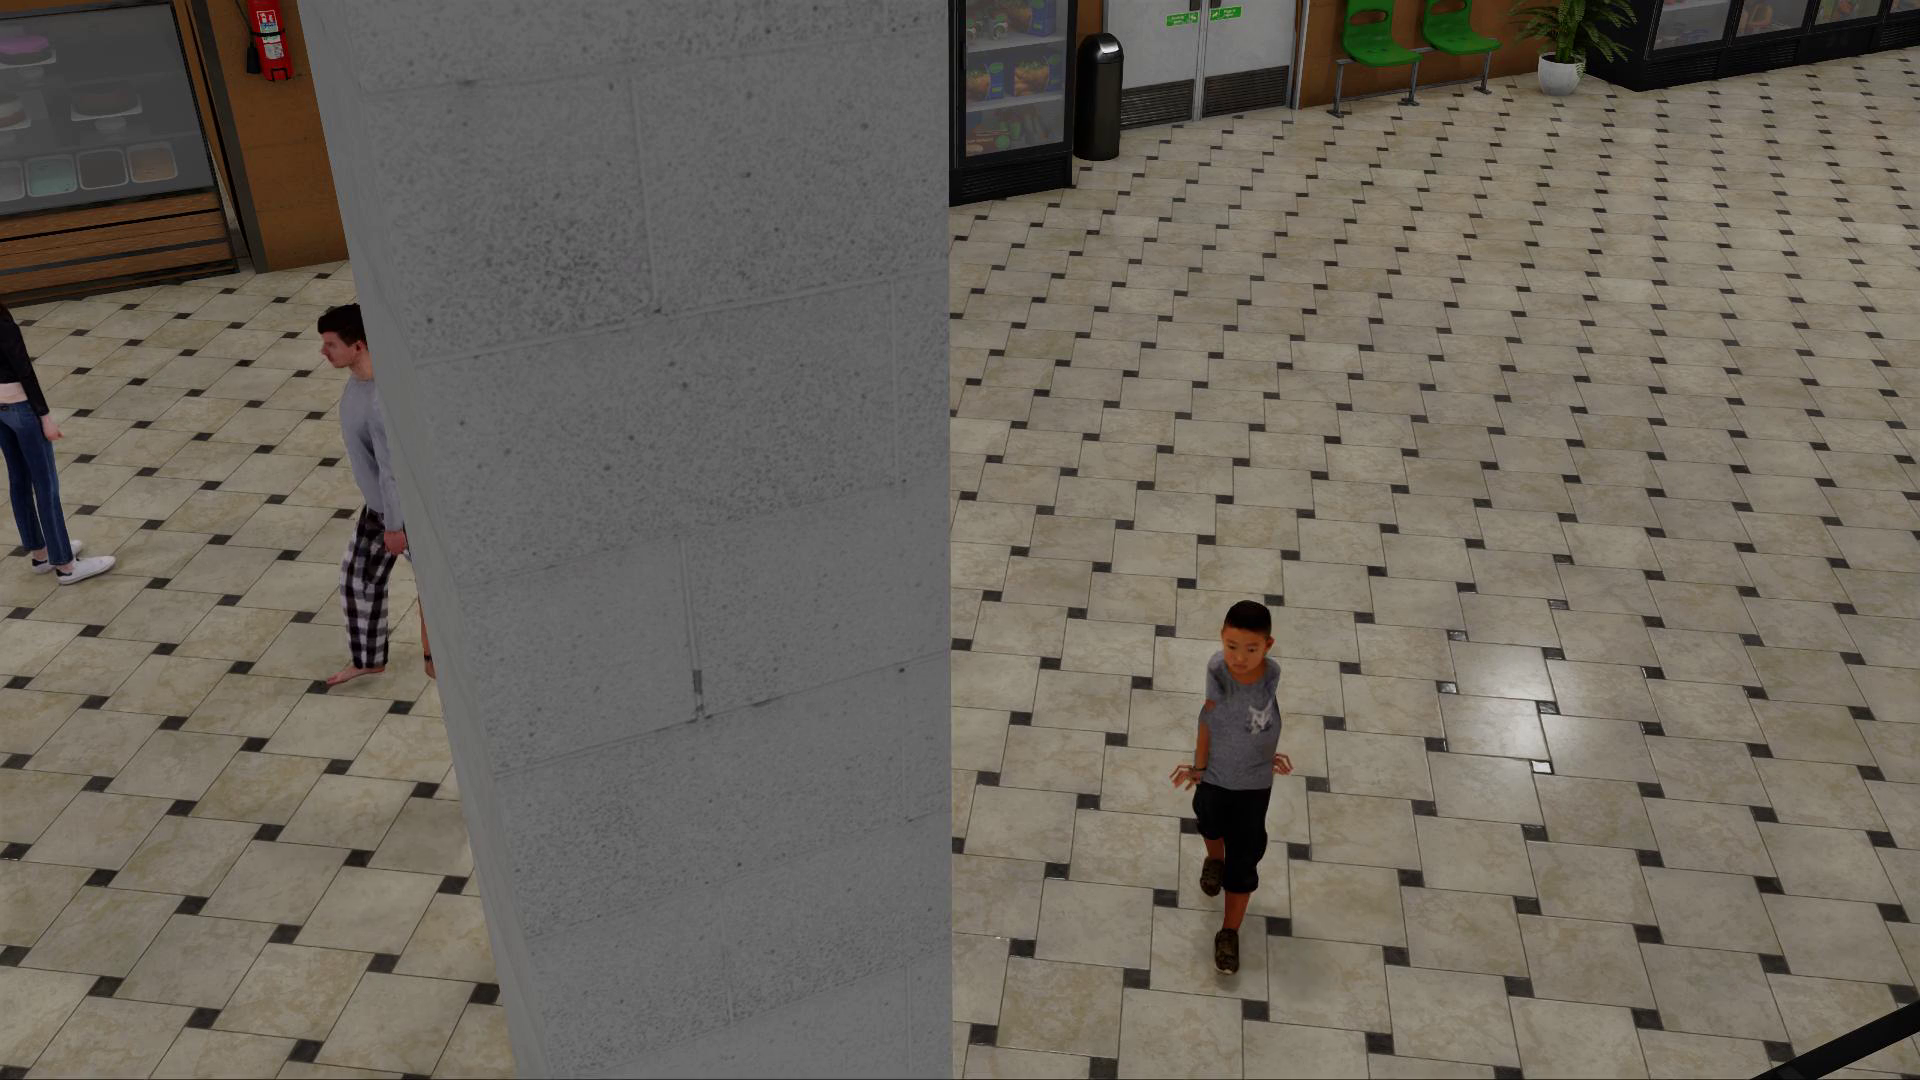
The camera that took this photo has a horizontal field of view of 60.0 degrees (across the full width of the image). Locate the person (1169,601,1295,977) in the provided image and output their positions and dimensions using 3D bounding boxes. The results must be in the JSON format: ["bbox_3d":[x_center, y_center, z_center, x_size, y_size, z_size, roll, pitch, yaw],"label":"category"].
[{"bbox_3d":[1.017,0.753,6.147,0.908,1.434,1.011,7,33,11],"label":"person"}]

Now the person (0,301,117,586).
[{"bbox_3d":[-4.549,-0.616,8.012,0.613,1.789,0.715,19,37,28],"label":"person"}]
